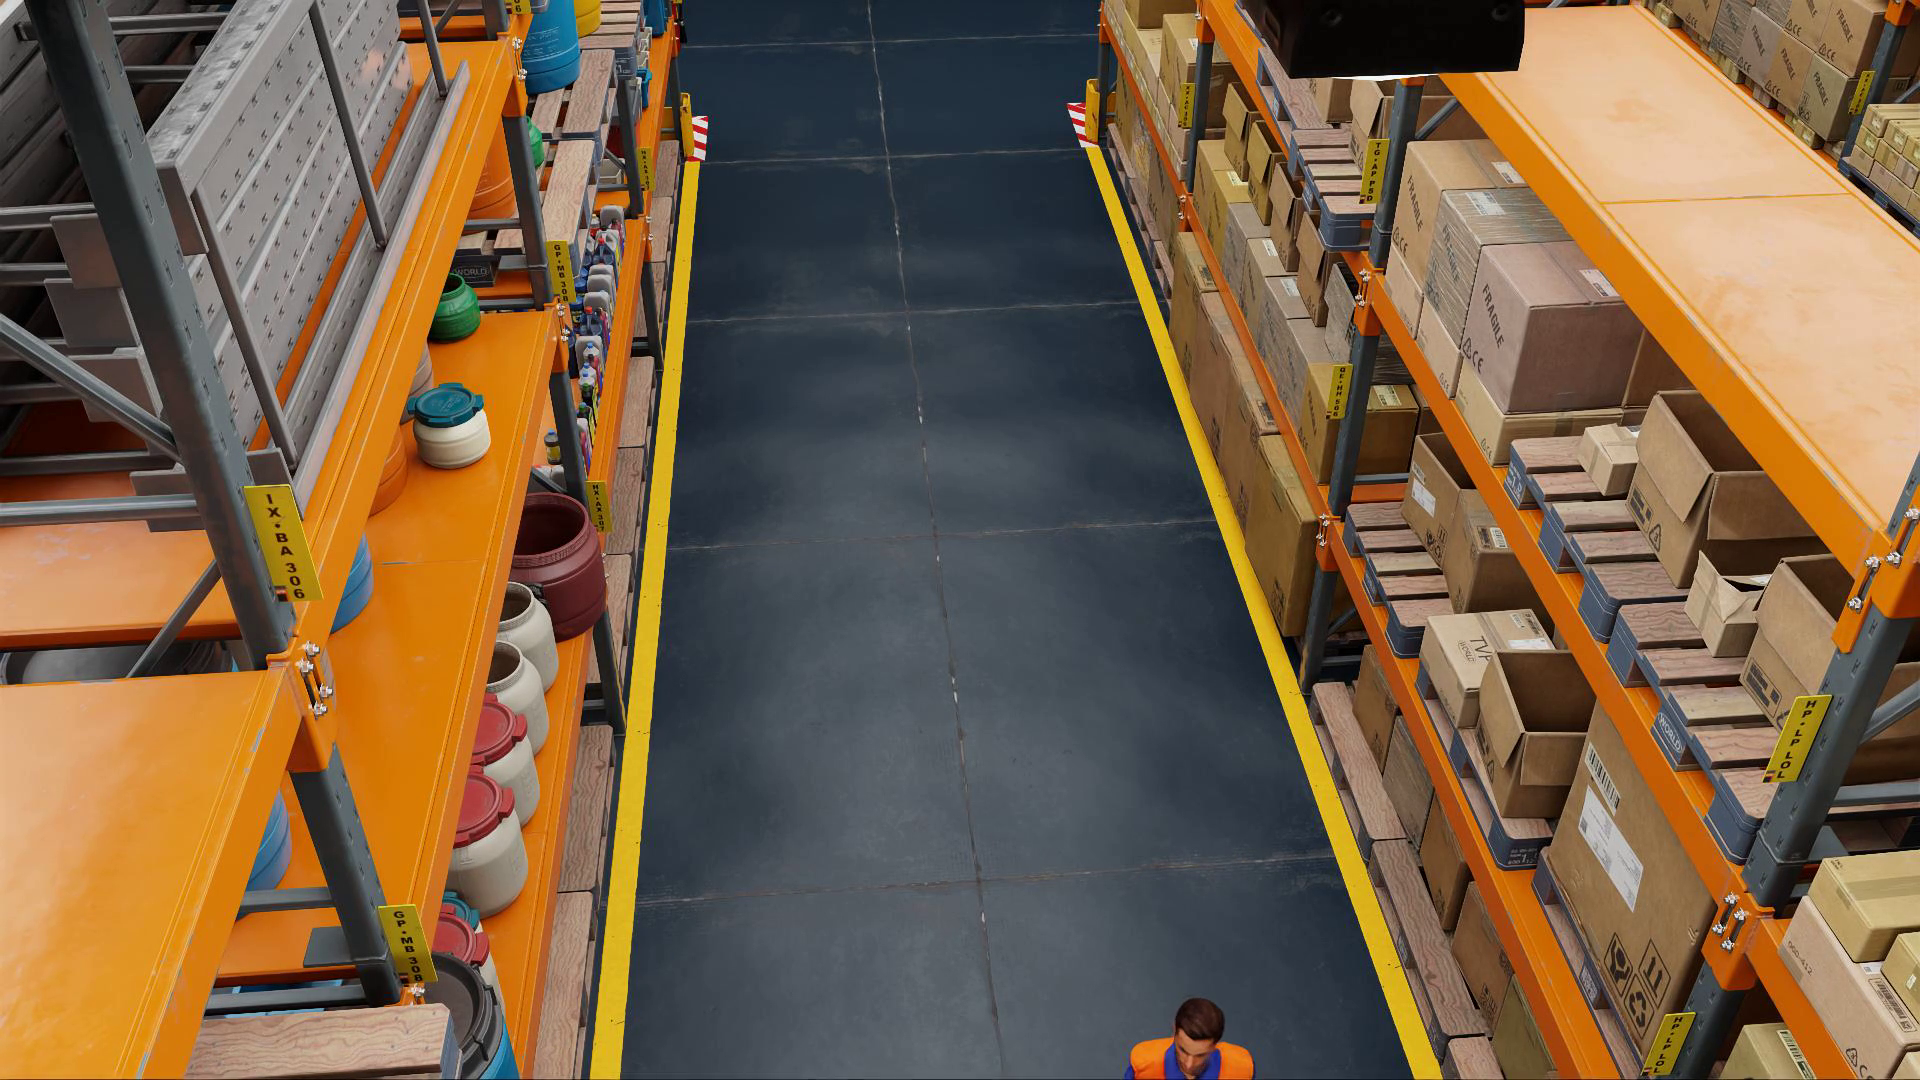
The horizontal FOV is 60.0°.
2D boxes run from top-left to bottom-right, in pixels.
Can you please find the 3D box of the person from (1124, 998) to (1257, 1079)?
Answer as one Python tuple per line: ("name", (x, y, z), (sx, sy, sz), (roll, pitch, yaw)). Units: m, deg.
("person", (0.836, 2.355, 6.380), (0.690, 1.861, 0.595), (-2, 37, -3))
